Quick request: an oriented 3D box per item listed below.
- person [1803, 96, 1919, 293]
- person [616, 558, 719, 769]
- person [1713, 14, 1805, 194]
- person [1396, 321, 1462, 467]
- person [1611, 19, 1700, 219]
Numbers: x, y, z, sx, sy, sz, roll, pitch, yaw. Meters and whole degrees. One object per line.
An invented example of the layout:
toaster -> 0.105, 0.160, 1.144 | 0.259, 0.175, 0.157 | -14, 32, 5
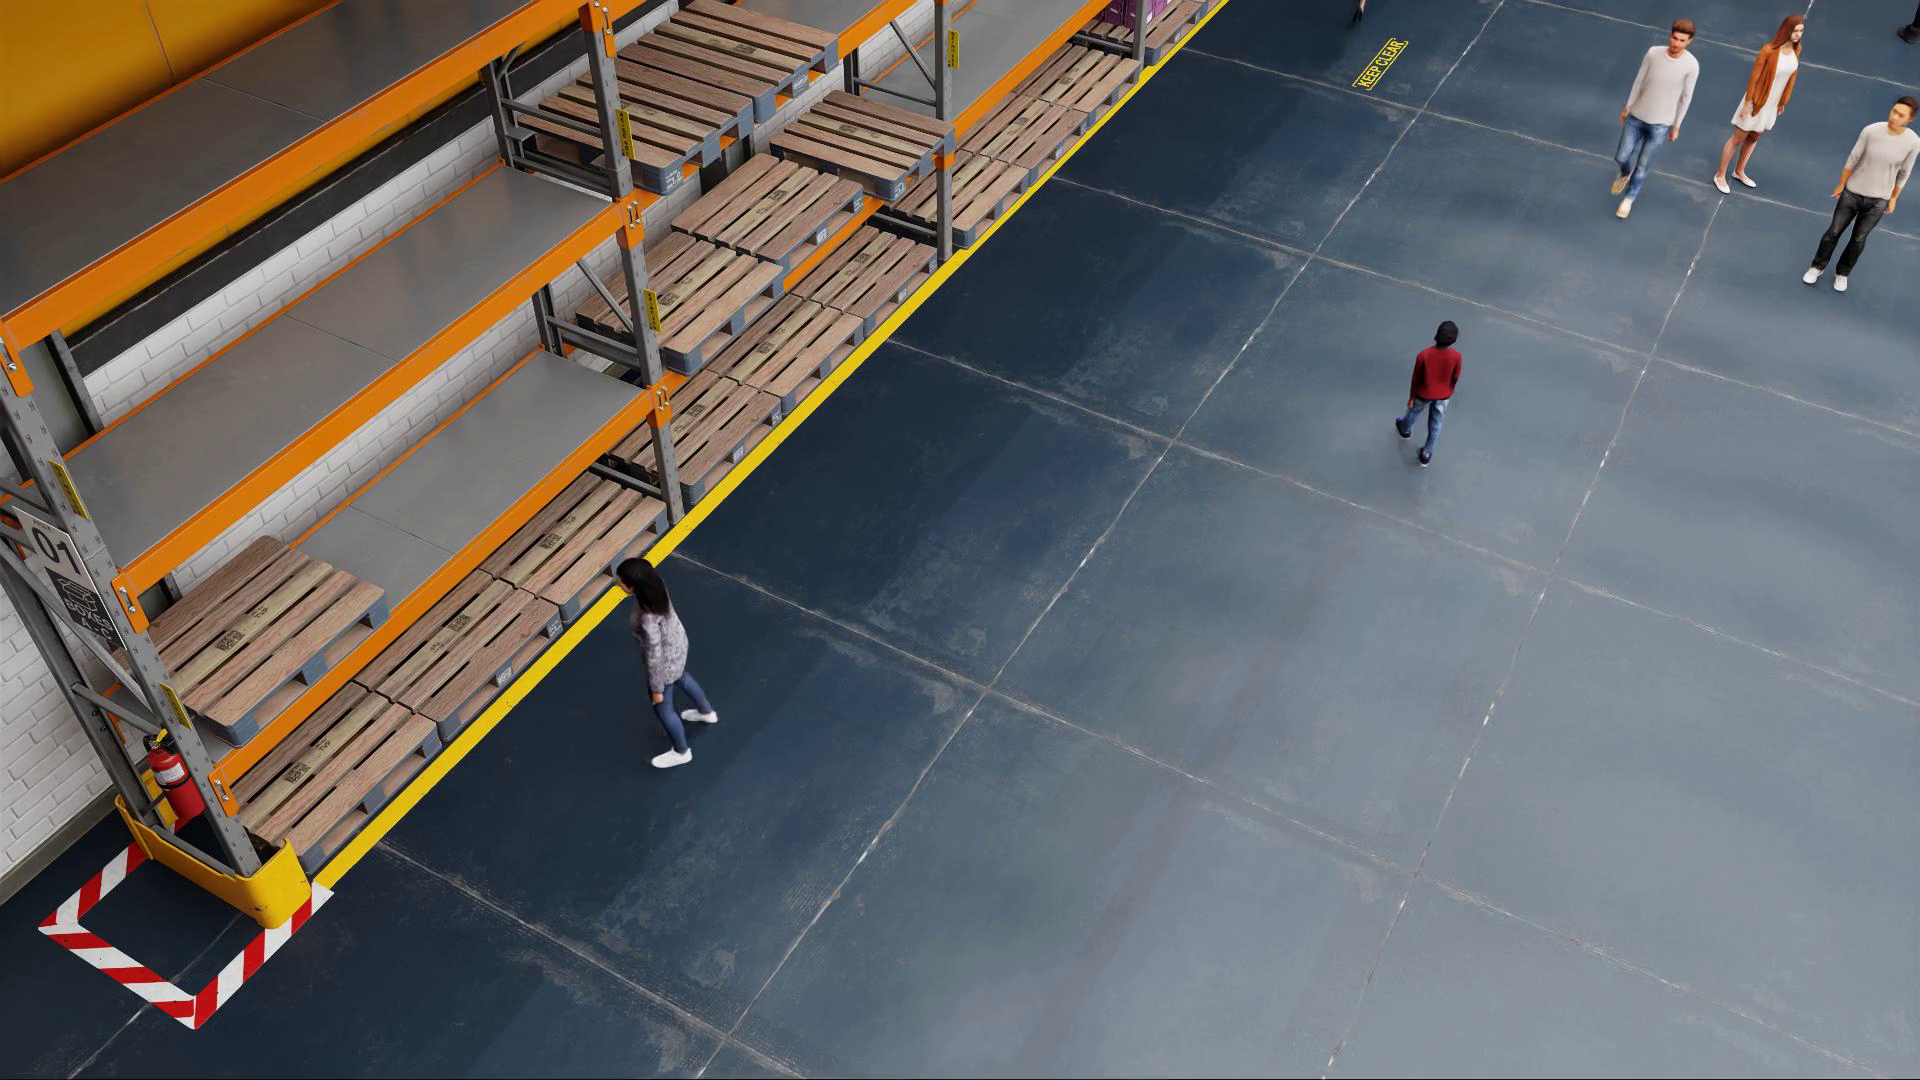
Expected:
person -> 7.699, -2.961, 14.104 | 0.633, 1.810, 0.527 | 22, 48, 21
person -> -1.826, 0.727, 10.298 | 0.878, 1.720, 0.771 | 0, 44, 0
person -> 7.373, -4.039, 15.299 | 0.703, 1.722, 0.776 | -13, 45, -14
person -> 3.571, -1.079, 12.543 | 0.692, 1.239, 0.826 | 2, 44, 2
person -> 6.236, -3.833, 14.959 | 0.685, 1.893, 0.754 | 23, 48, 22
